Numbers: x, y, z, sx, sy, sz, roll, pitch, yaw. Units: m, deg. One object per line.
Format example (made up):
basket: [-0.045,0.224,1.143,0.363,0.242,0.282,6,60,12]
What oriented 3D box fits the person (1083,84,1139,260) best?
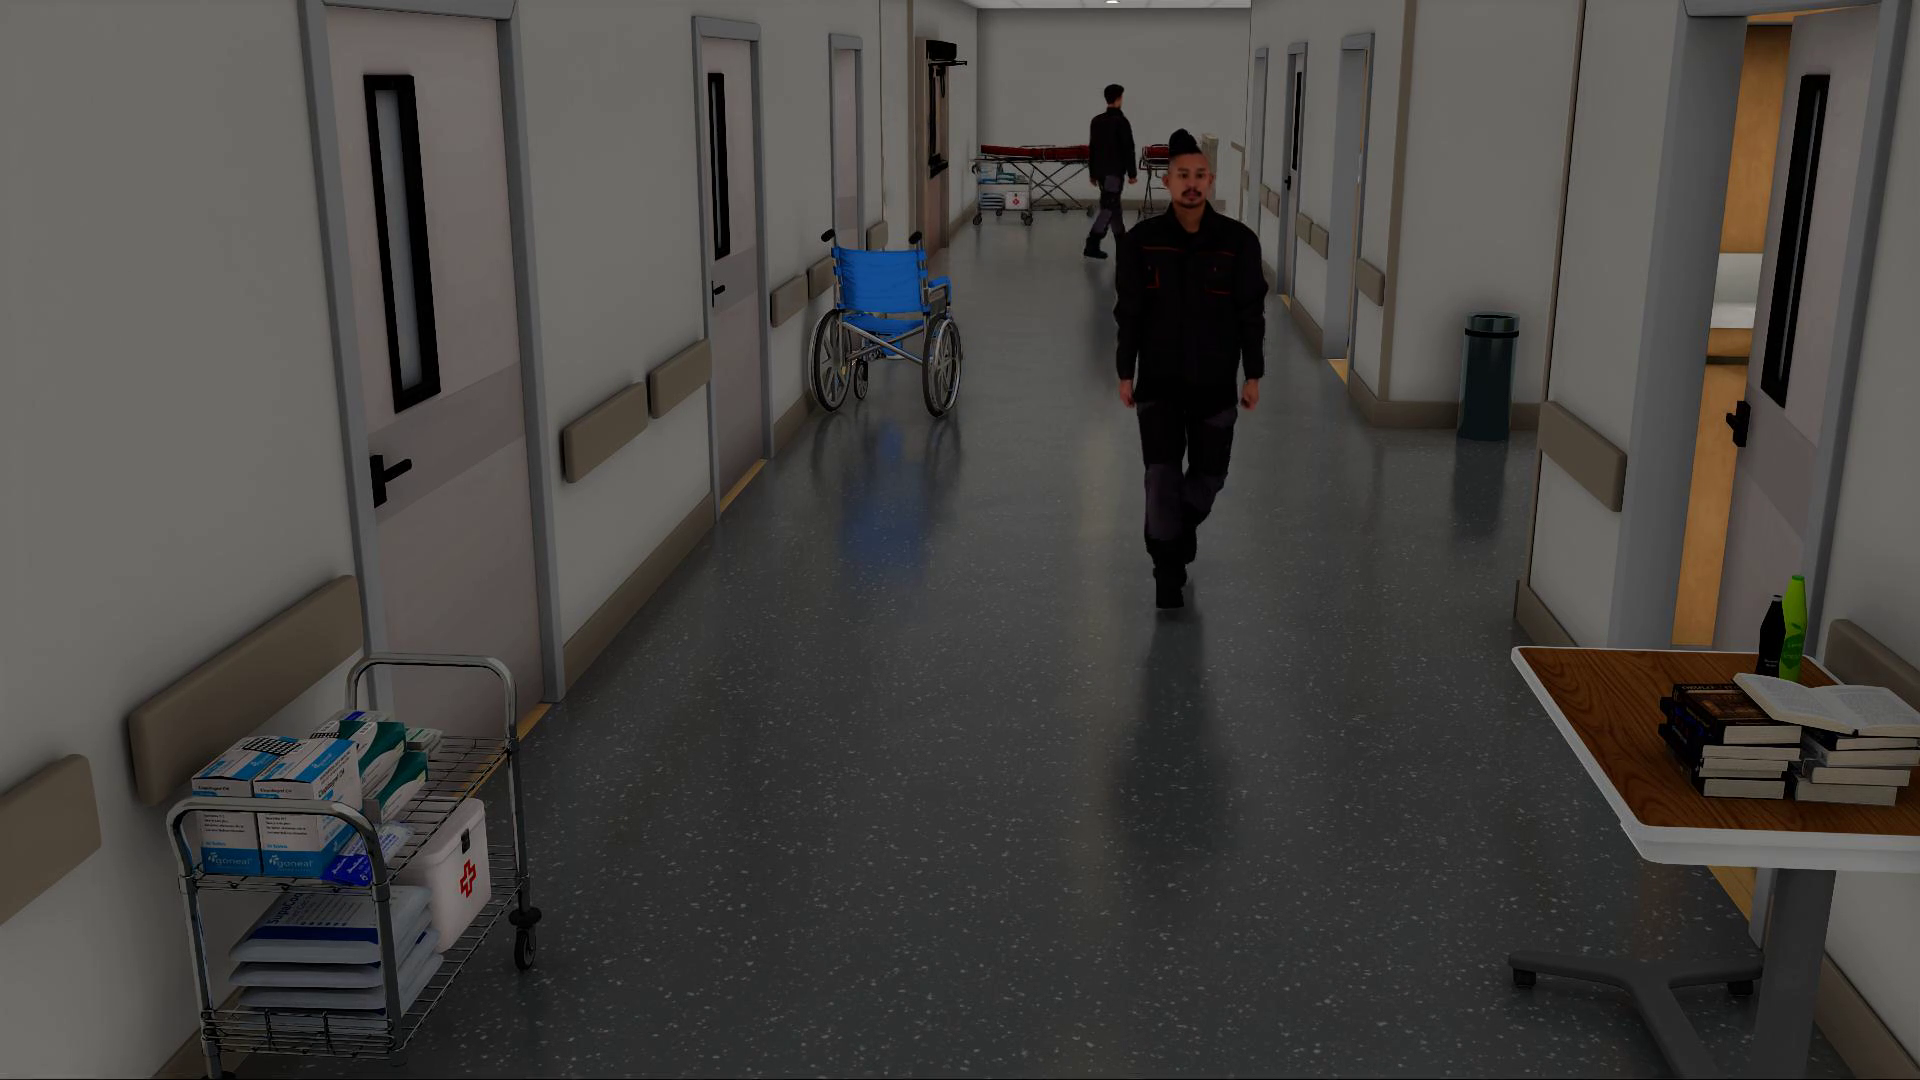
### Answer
person: [1.628,-4.052,18.515,1.266,1.889,1.221,-12,20,-37]

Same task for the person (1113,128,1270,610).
person: [0.905,-0.685,6.671,0.781,1.835,1.094,1,16,2]
